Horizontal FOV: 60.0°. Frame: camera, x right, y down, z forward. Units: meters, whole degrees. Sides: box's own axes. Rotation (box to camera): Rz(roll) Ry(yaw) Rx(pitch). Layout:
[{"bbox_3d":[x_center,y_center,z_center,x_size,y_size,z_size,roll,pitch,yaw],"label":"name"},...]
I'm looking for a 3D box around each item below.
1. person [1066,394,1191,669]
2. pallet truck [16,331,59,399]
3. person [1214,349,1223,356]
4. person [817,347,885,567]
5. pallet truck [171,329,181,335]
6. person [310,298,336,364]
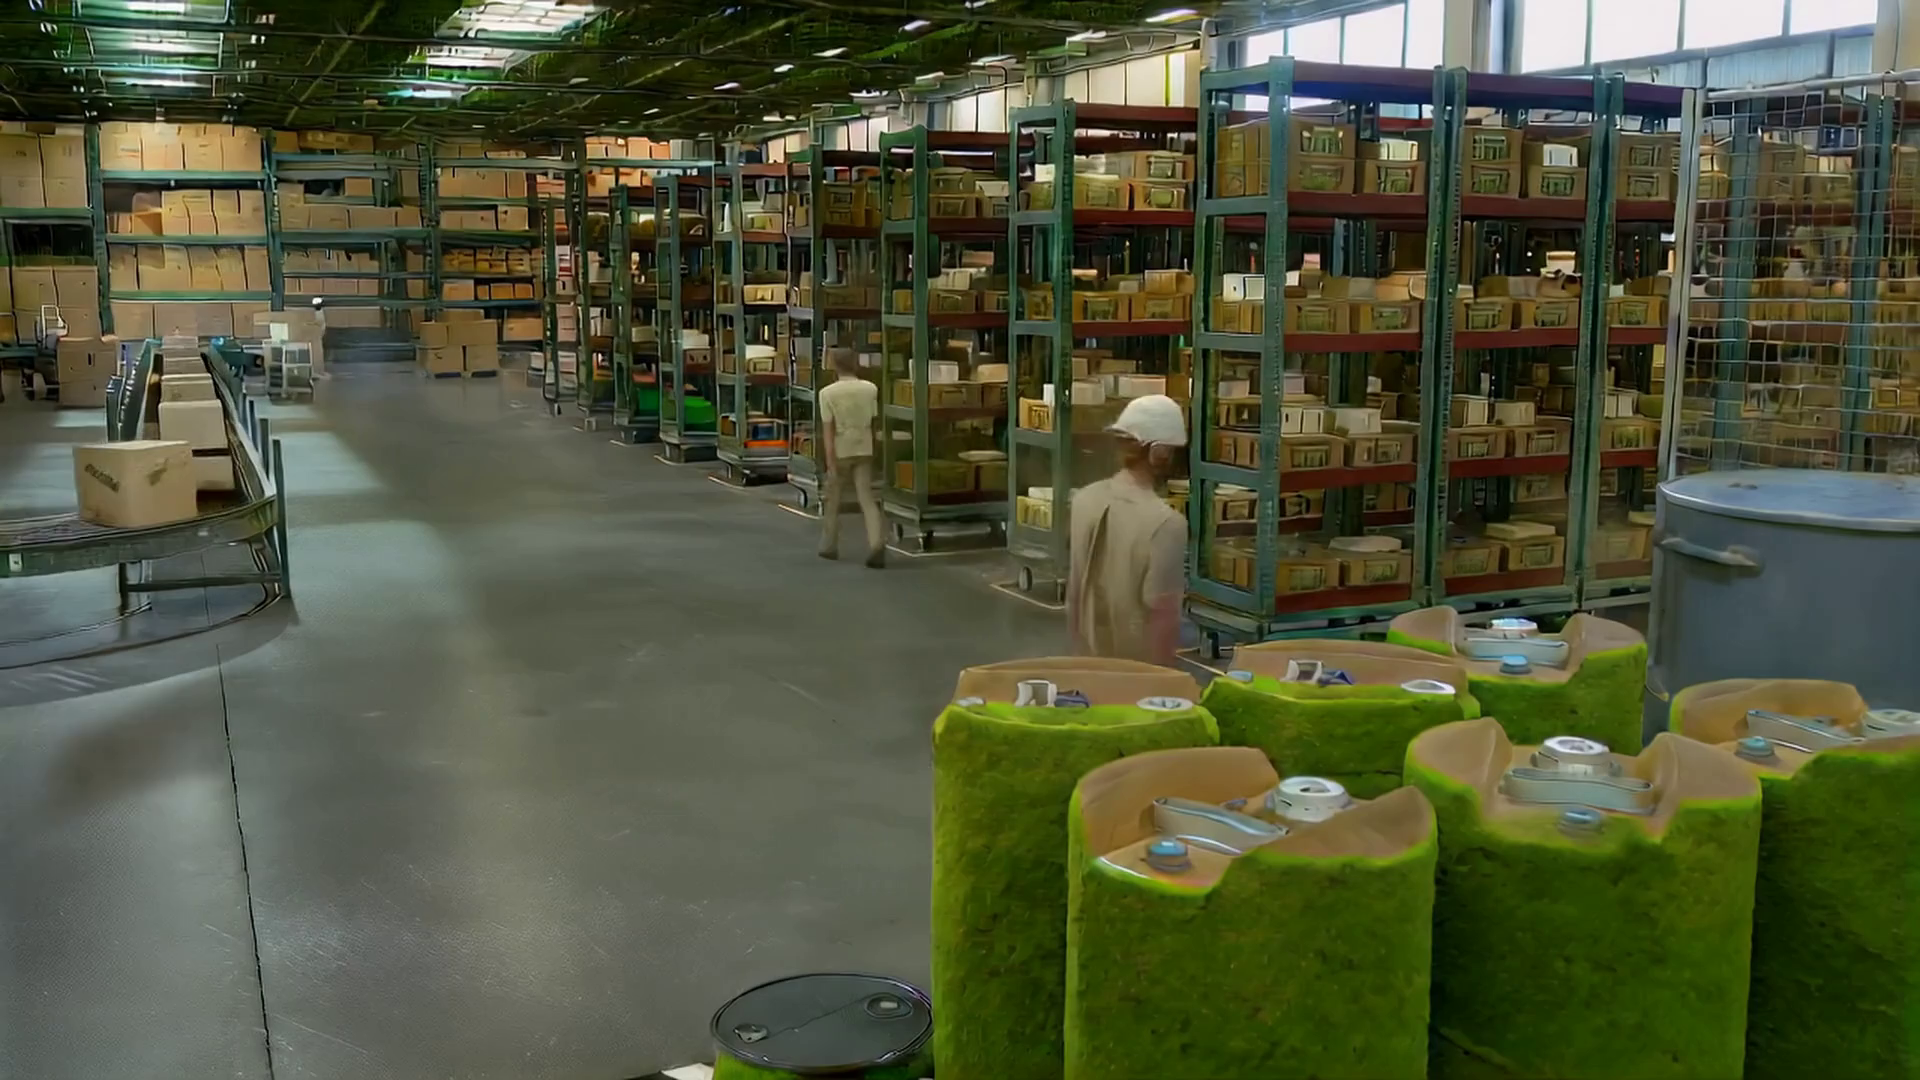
[{"bbox_3d":[0.521,0.448,6.136,0.738,1.967,0.616,-7,11,-37],"label":"person"},{"bbox_3d":[-17.082,-3.353,31.781,1.630,1.274,0.653,-4,10,-25],"label":"pallet truck"},{"bbox_3d":[3.452,-2.243,23.235,0.586,1.836,0.403,6,11,31],"label":"person"},{"bbox_3d":[-0.897,-0.681,13.682,0.566,1.803,0.964,-5,10,-29],"label":"person"},{"bbox_3d":[-17.275,-3.851,35.096,1.601,1.201,0.680,0,9,1],"label":"pallet truck"},{"bbox_3d":[-16.724,-5.408,43.220,0.922,1.714,0.541,-4,10,-26],"label":"person"}]
